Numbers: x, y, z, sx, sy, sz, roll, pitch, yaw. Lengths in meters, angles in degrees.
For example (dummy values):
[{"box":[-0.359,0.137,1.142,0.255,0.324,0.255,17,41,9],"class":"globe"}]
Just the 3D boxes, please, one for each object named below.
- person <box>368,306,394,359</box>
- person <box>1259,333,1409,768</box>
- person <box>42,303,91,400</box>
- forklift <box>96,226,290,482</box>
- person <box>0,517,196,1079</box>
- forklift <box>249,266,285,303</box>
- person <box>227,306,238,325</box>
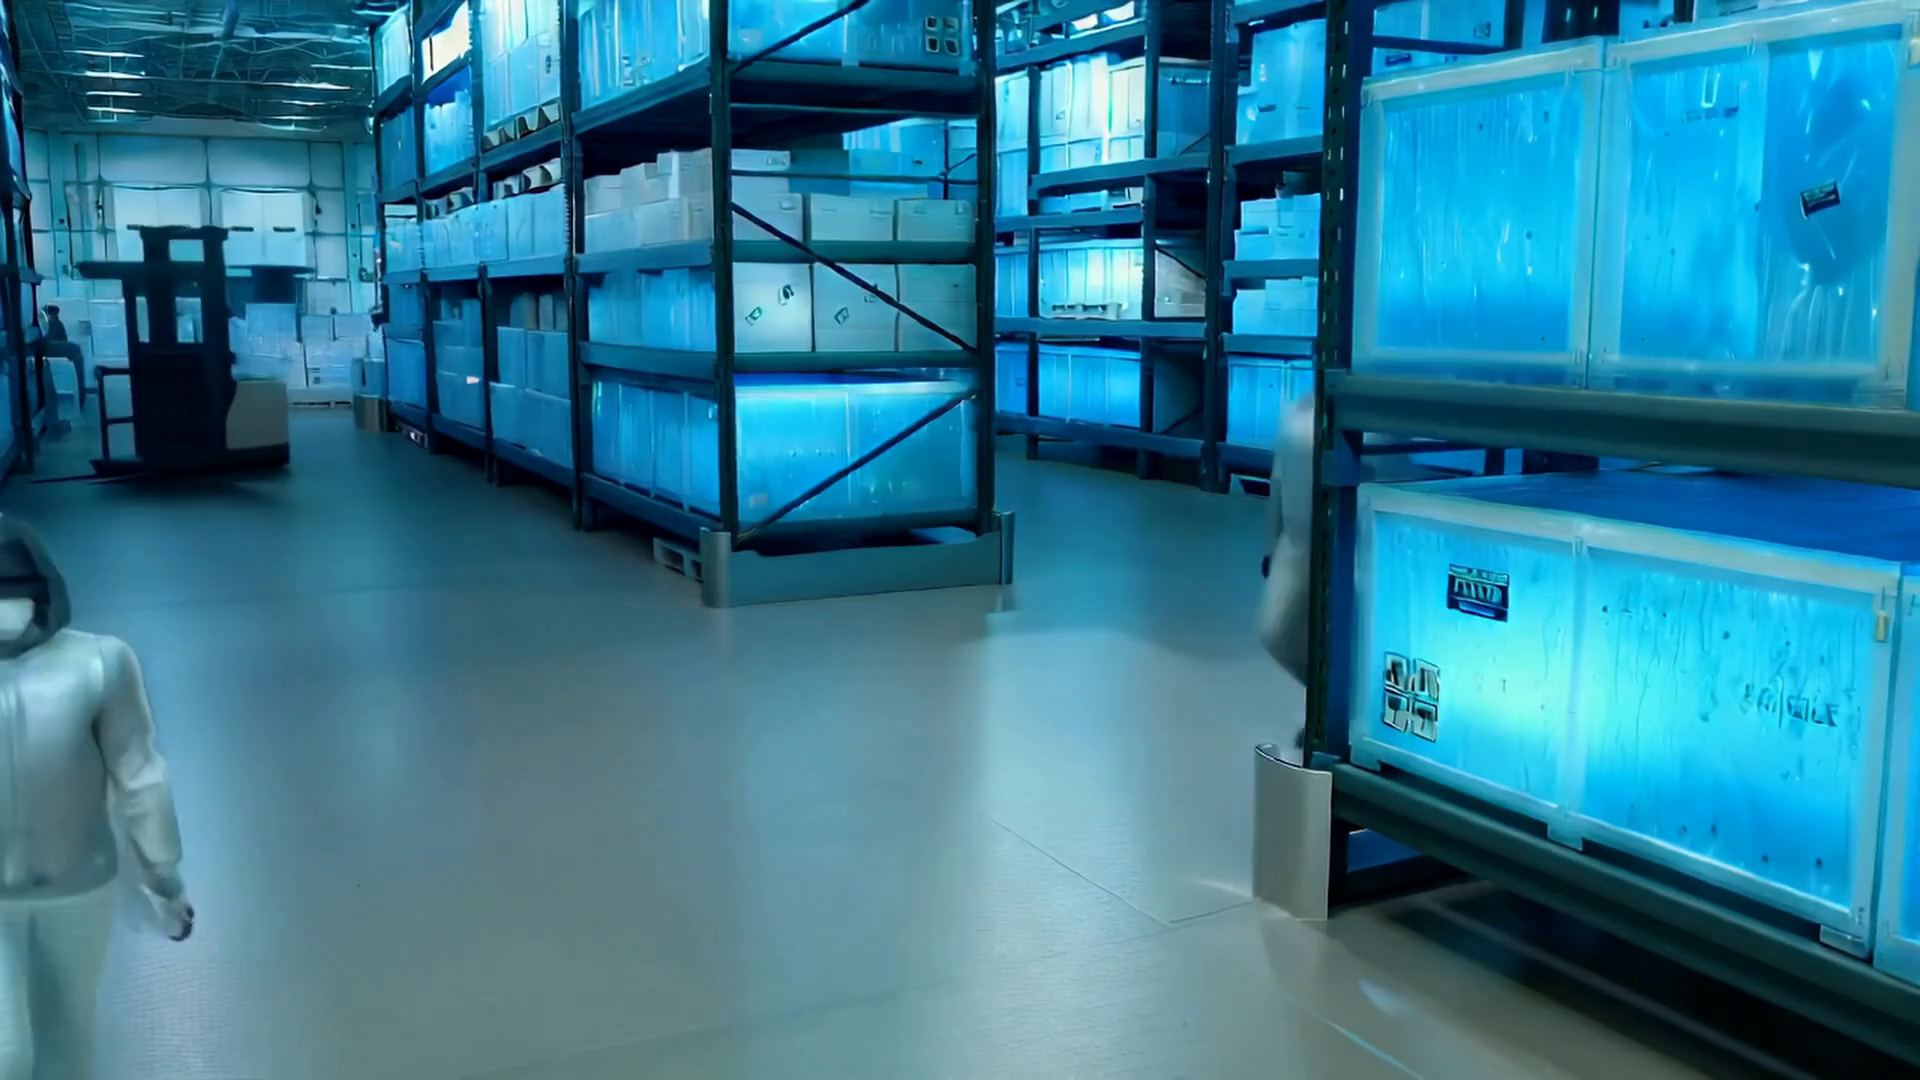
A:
[{"box":[-10.355,-3.227,29.714,0.575,1.888,0.806,8,11,43],"class":"person"},{"box":[1.557,0.054,7.075,0.427,1.895,0.667,-8,11,-44],"class":"person"},{"box":[-17.494,-3.625,32.320,1.032,1.948,0.640,-7,11,-38],"class":"person"},{"box":[-8.713,-2.143,18.866,1.129,2.768,1.873,3,9,18],"class":"forklift"},{"box":[-1.865,0.745,3.369,0.515,1.591,0.859,-7,11,-41],"class":"person"},{"box":[-17.035,-5.357,41.029,1.873,2.768,1.129,2,8,11],"class":"forklift"},{"box":[-14.824,-3.827,33.883,1.000,1.895,0.642,-7,11,-40],"class":"person"}]
